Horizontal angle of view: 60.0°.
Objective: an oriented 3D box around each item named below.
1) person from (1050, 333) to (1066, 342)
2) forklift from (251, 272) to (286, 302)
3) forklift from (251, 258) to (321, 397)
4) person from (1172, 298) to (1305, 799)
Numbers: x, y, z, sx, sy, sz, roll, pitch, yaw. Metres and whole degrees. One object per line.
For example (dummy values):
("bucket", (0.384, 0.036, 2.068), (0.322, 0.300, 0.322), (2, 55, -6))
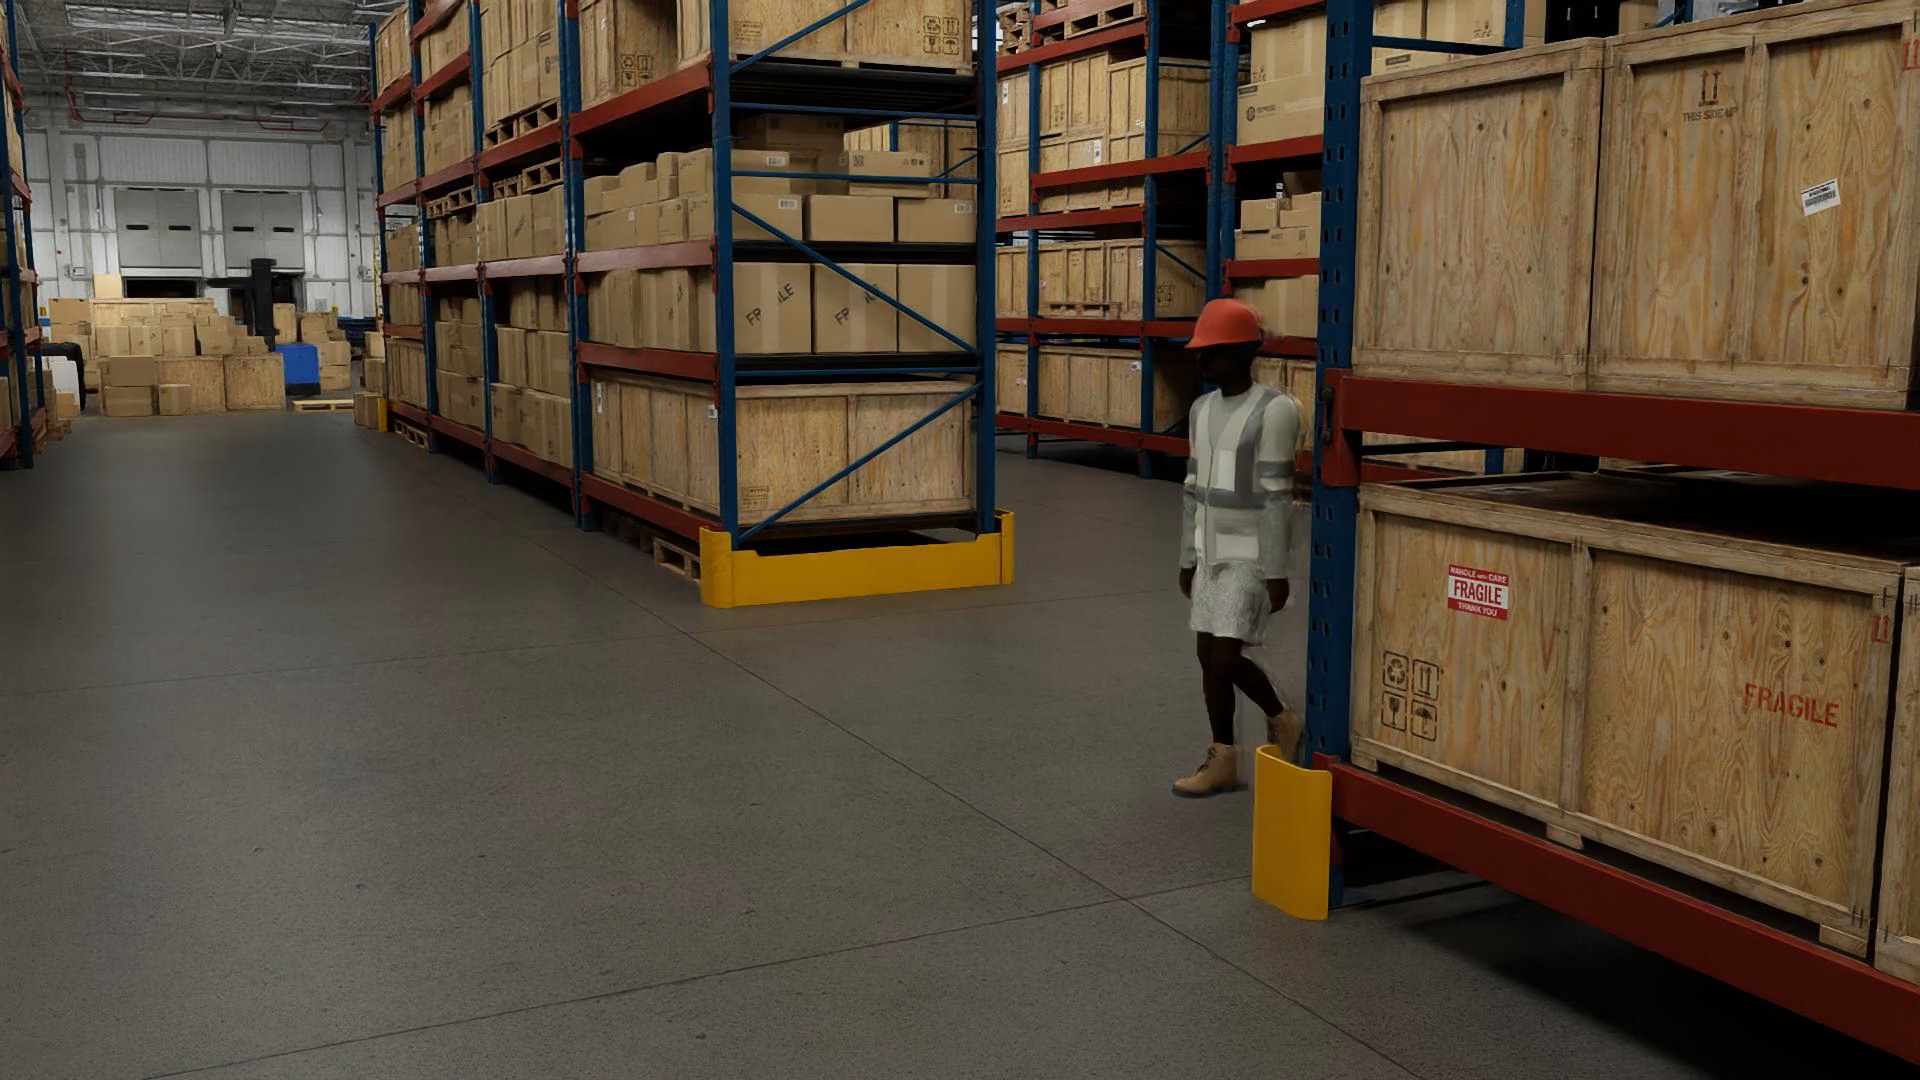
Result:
("person", (1.924, -3.627, 32.333), (0.364, 1.935, 0.553), (0, 8, -1))
("forklift", (-20.376, -6.535, 49.152), (1.873, 2.768, 1.129), (6, 10, 35))
("forklift", (-14.019, -4.277, 33.585), (1.873, 2.768, 1.129), (-4, 9, -27))
("person", (1.111, 0.050, 6.674), (0.490, 2.023, 0.628), (-4, 9, -28))
